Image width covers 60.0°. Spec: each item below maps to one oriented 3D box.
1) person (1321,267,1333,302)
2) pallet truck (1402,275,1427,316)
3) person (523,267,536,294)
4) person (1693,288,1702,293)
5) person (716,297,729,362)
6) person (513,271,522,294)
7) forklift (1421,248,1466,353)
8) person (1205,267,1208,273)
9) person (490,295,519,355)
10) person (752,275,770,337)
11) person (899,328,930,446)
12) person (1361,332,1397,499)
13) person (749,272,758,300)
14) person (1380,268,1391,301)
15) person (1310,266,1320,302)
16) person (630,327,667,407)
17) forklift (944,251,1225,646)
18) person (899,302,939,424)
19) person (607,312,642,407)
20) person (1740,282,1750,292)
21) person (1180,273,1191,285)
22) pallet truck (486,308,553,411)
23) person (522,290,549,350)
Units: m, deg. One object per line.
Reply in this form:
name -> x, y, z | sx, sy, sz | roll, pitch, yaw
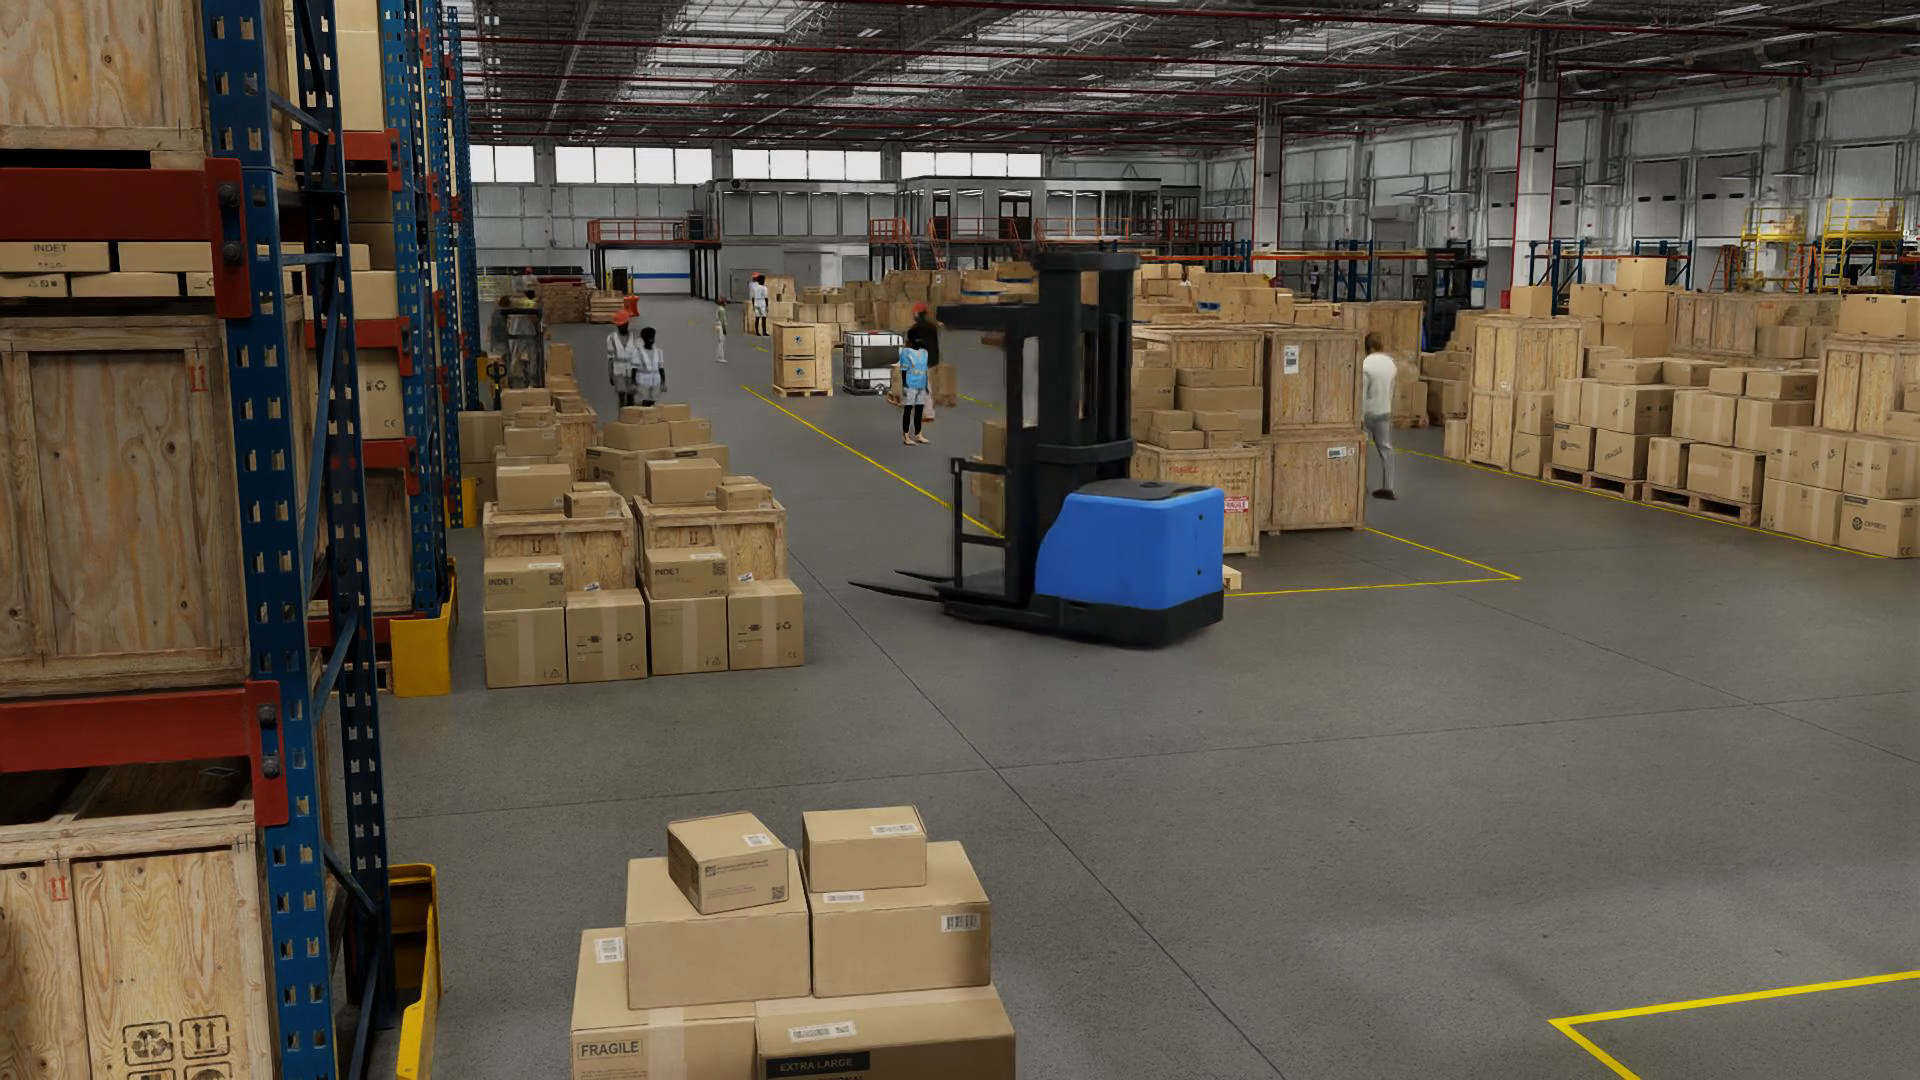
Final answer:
person -> 19.047, -13.228, 86.139 | 0.626, 1.816, 0.908 | -4, 11, -22
pallet truck -> 14.620, -7.324, 52.145 | 0.823, 1.965, 1.885 | 8, 13, 40
person -> -18.882, -10.980, 72.919 | 0.615, 1.979, 0.431 | 0, 10, 0
person -> 18.672, -5.471, 42.144 | 0.619, 1.822, 0.439 | 9, 14, 42
person -> -5.907, -5.222, 41.291 | 0.315, 1.629, 0.508 | -3, 10, -15
person -> -21.461, -12.280, 81.046 | 0.787, 1.691, 0.565 | 4, 11, 22
forklift -> 12.027, -5.867, 41.393 | 1.129, 2.768, 1.873 | -3, 10, -16
person -> 11.426, -11.688, 77.084 | 0.375, 1.916, 0.598 | 9, 13, 42
person -> -9.006, -3.915, 33.113 | 0.822, 1.900, 0.652 | 8, 13, 38
person -> -6.334, -7.436, 52.891 | 0.608, 1.957, 0.391 | 6, 11, 29
person -> -0.650, -2.222, 24.109 | 0.318, 1.697, 0.535 | 10, 14, 43
person -> 4.678, -1.439, 19.120 | 0.659, 1.884, 1.012 | -6, 12, -30
person -> -7.523, -8.871, 61.113 | 0.541, 1.912, 0.786 | 1, 10, 7
person -> 20.003, -11.839, 78.100 | 0.524, 1.856, 0.523 | 10, 14, 43
person -> 17.734, -12.760, 83.190 | 0.396, 1.910, 0.586 | -7, 12, -35
person -> -4.552, -2.292, 24.506 | 0.547, 1.678, 0.552 | -9, 14, -42
forklift -> 0.960, -0.754, 12.440 | 1.873, 2.768, 1.129 | 7, 12, 36
person -> -0.717, -2.883, 27.084 | 0.924, 1.952, 0.624 | 8, 13, 40
person -> -5.100, -2.536, 25.387 | 0.548, 1.866, 1.004 | -2, 10, -11
person -> 20.952, -5.924, 44.420 | 0.412, 1.931, 0.655 | 6, 12, 31
person -> 8.433, -9.068, 62.378 | 0.354, 1.877, 0.574 | -5, 11, -28
pallet truck -> -6.242, -2.418, 24.362 | 0.823, 1.965, 1.885 | 1, 10, 3
person -> -11.821, -6.101, 46.133 | 0.784, 1.661, 0.552 | -8, 13, -38
